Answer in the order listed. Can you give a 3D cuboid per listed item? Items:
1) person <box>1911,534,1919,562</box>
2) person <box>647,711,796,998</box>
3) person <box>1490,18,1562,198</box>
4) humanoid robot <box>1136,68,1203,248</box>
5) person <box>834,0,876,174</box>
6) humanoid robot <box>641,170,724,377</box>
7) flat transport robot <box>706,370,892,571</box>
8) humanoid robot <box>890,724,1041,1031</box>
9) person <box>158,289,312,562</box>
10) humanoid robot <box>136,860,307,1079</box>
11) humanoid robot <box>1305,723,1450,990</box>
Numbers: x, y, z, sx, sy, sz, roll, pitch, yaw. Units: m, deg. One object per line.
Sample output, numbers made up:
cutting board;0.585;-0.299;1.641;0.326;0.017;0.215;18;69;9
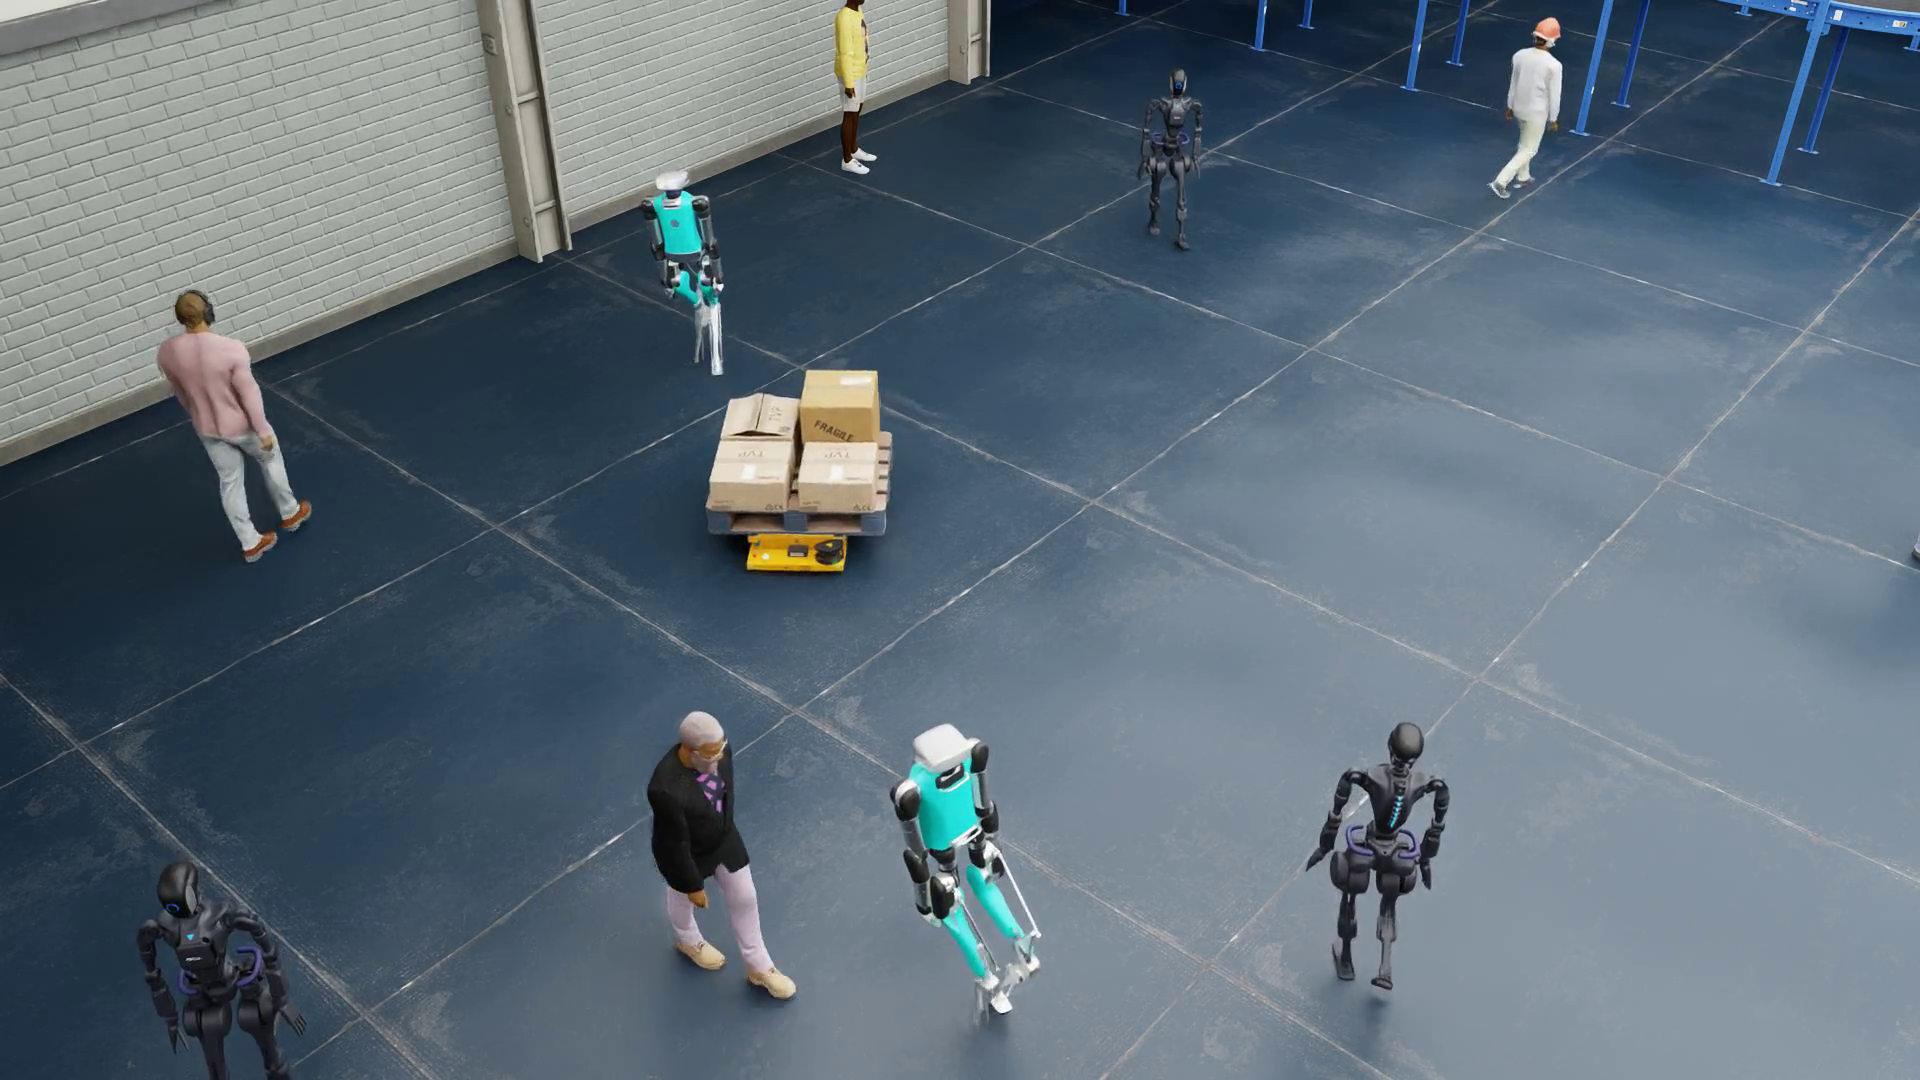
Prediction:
person;6.725;-0.637;10.920;0.564;1.849;0.390;-18;39;-24
person;-1.162;1.505;7.941;0.845;1.810;0.550;24;42;30
person;5.460;-4.128;15.931;0.753;1.726;0.571;-18;39;-24
humanoid robot;1.901;-3.453;15.040;0.585;1.632;0.721;-4;36;-6
person;-1.053;-4.596;16.437;0.361;1.897;0.555;6;36;9
humanoid robot;-2.101;-2.135;13.162;0.575;1.827;0.712;4;36;5
flat transport robot;-1.097;-0.262;11.756;0.659;0.231;1.431;1;35;1
humanoid robot;0.103;1.729;7.777;0.568;1.877;0.774;-28;44;-33
person;-4.847;-0.815;11.120;0.644;1.905;0.811;4;36;5
humanoid robot;-3.208;2.037;7.311;0.590;1.656;0.334;-7;36;-10
humanoid robot;1.993;1.564;7.987;0.609;1.645;0.478;2;36;3
